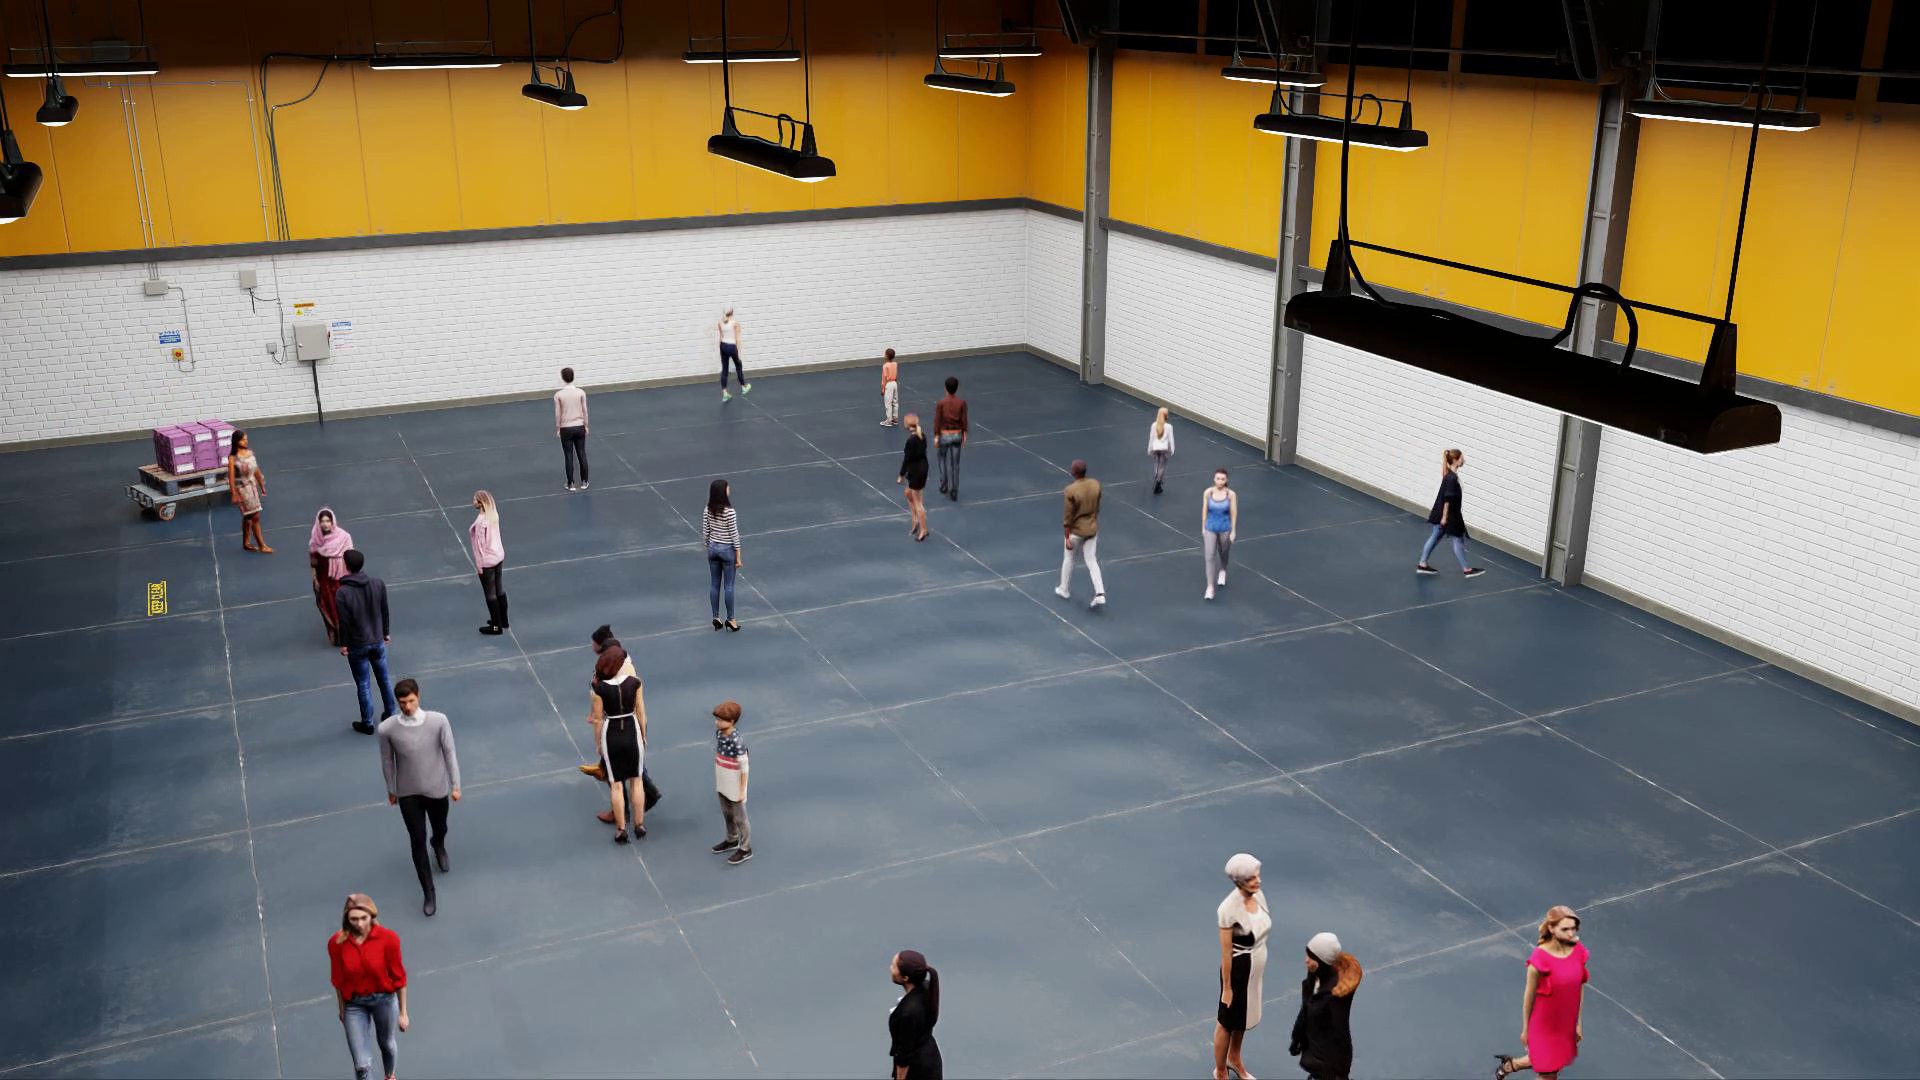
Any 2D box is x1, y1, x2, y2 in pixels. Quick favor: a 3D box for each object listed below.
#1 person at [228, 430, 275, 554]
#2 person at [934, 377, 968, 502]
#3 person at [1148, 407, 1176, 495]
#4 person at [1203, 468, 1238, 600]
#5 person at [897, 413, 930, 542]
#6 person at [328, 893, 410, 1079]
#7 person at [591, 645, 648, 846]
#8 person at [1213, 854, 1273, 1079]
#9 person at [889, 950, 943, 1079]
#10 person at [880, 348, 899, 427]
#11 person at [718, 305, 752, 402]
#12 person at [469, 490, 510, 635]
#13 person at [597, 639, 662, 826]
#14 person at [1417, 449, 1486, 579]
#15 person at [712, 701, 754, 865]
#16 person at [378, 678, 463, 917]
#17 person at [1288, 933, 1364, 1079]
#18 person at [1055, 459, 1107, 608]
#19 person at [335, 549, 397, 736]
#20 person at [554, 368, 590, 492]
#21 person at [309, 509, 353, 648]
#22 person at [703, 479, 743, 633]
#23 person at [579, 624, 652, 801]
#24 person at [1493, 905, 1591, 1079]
[{"bbox_3d":[-9.357,-0.632,21.636,0.941,1.631,0.888,6,19,16],"label":"person"},{"bbox_3d":[-0.110,-1.424,23.785,0.761,1.762,0.844,-4,19,-10],"label":"person"},{"bbox_3d":[2.889,-1.287,24.158,0.784,1.264,0.811,10,21,26],"label":"person"},{"bbox_3d":[3.152,-0.118,20.205,0.992,1.572,1.105,4,19,13],"label":"person"},{"bbox_3d":[-0.505,-0.804,21.961,0.769,1.749,0.710,7,20,20],"label":"person"},{"bbox_3d":[-3.820,2.992,10.818,0.730,1.668,1.065,-5,19,-15],"label":"person"},{"bbox_3d":[-2.893,1.761,14.278,0.623,1.794,0.593,-5,19,-16],"label":"person"},{"bbox_3d":[1.850,2.873,11.034,0.688,1.756,0.707,14,23,36],"label":"person"},{"bbox_3d":[-0.251,3.238,10.103,0.736,1.658,0.666,5,19,16],"label":"person"},{"bbox_3d":[-1.166,-2.573,27.903,0.575,1.310,0.556,16,24,39],"label":"person"},{"bbox_3d":[-4.131,-3.301,29.497,1.043,1.672,1.106,7,20,19],"label":"person"},{"bbox_3d":[-5.354,0.233,18.980,0.740,1.687,0.661,4,19,12],"label":"person"},{"bbox_3d":[-2.904,1.691,14.564,0.964,1.743,0.916,5,19,15],"label":"person"},{"bbox_3d":[5.971,-0.317,20.681,1.069,1.645,1.062,4,19,13],"label":"person"},{"bbox_3d":[-1.927,2.024,14.050,0.625,1.439,0.479,-15,24,-38],"label":"person"},{"bbox_3d":[-4.354,1.966,13.482,0.825,1.913,1.272,-7,20,-20],"label":"person"},{"bbox_3d":[2.340,3.174,10.347,0.741,1.623,0.604,-4,19,-12],"label":"person"},{"bbox_3d":[1.495,-0.063,19.685,0.712,1.798,1.086,-8,20,-23],"label":"person"},{"bbox_3d":[-5.858,0.993,16.398,0.701,1.894,0.743,17,25,42],"label":"person"},{"bbox_3d":[-5.673,-1.630,24.323,0.616,1.808,0.538,-8,20,-22],"label":"person"},{"bbox_3d":[-6.985,0.407,18.563,0.646,1.624,0.648,-7,20,-21],"label":"person"},{"bbox_3d":[-2.717,0.176,18.980,0.645,1.795,0.731,9,21,25],"label":"person"},{"bbox_3d":[-3.022,1.579,14.977,1.130,1.691,1.130,5,19,15],"label":"person"},{"bbox_3d":[3.718,3.042,10.610,0.617,1.706,0.921,-7,20,-19],"label":"person"}]
